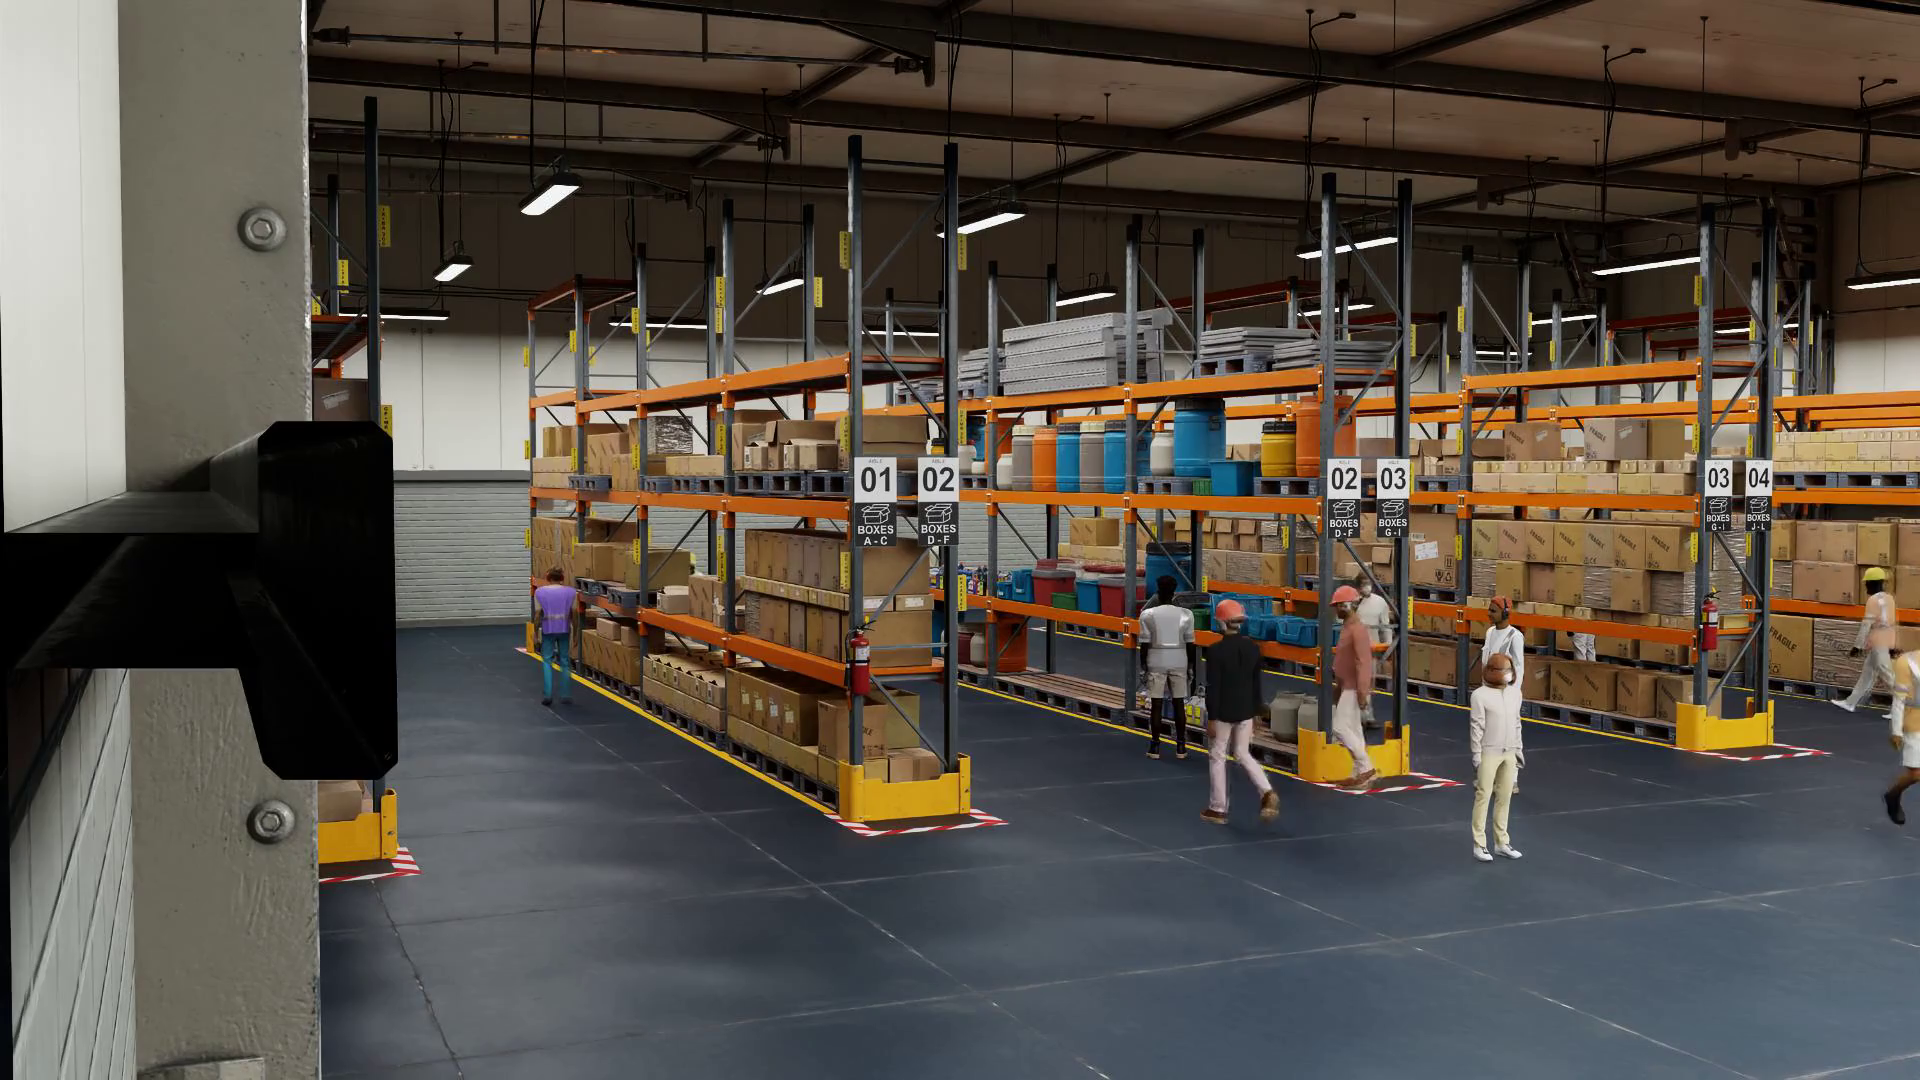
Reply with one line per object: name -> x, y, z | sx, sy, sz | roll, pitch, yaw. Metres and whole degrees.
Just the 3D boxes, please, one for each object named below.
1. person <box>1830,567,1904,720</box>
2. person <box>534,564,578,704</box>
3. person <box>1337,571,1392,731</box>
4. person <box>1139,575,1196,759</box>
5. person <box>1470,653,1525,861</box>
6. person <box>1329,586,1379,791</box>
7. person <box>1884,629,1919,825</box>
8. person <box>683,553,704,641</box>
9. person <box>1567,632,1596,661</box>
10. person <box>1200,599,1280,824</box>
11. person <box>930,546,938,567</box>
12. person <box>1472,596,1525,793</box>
person -> 11.358, 1.278, 22.309 | 0.986, 1.868, 0.613 | 2, 3, 45
person -> -5.325, 1.242, 23.643 | 0.571, 1.843, 0.376 | -1, 2, -21
person -> 4.842, 1.312, 21.385 | 0.647, 1.885, 1.009 | 0, 2, -9
person -> 2.218, 1.353, 19.210 | 0.610, 1.966, 0.364 | 0, 2, 0
person -> 4.260, 1.709, 14.198 | 0.509, 1.631, 0.270 | -1, 2, -25
person -> 3.768, 1.428, 17.285 | 0.430, 1.966, 0.615 | 0, 2, 5
person -> 8.038, 1.547, 14.964 | 0.591, 1.908, 0.683 | 0, 2, -2
person -> -4.292, 1.089, 28.451 | 0.609, 1.789, 0.921 | -1, 2, -28
person -> 8.720, 1.187, 25.148 | 0.627, 1.844, 0.429 | -2, 3, -41
person -> 2.402, 1.496, 15.526 | 0.621, 1.972, 0.769 | -1, 3, -31
person -> -0.435, 0.757, 34.533 | 0.406, 1.987, 0.615 | 1, 3, 31
person -> 5.175, 1.473, 17.171 | 0.355, 1.882, 0.576 | -1, 2, -16
